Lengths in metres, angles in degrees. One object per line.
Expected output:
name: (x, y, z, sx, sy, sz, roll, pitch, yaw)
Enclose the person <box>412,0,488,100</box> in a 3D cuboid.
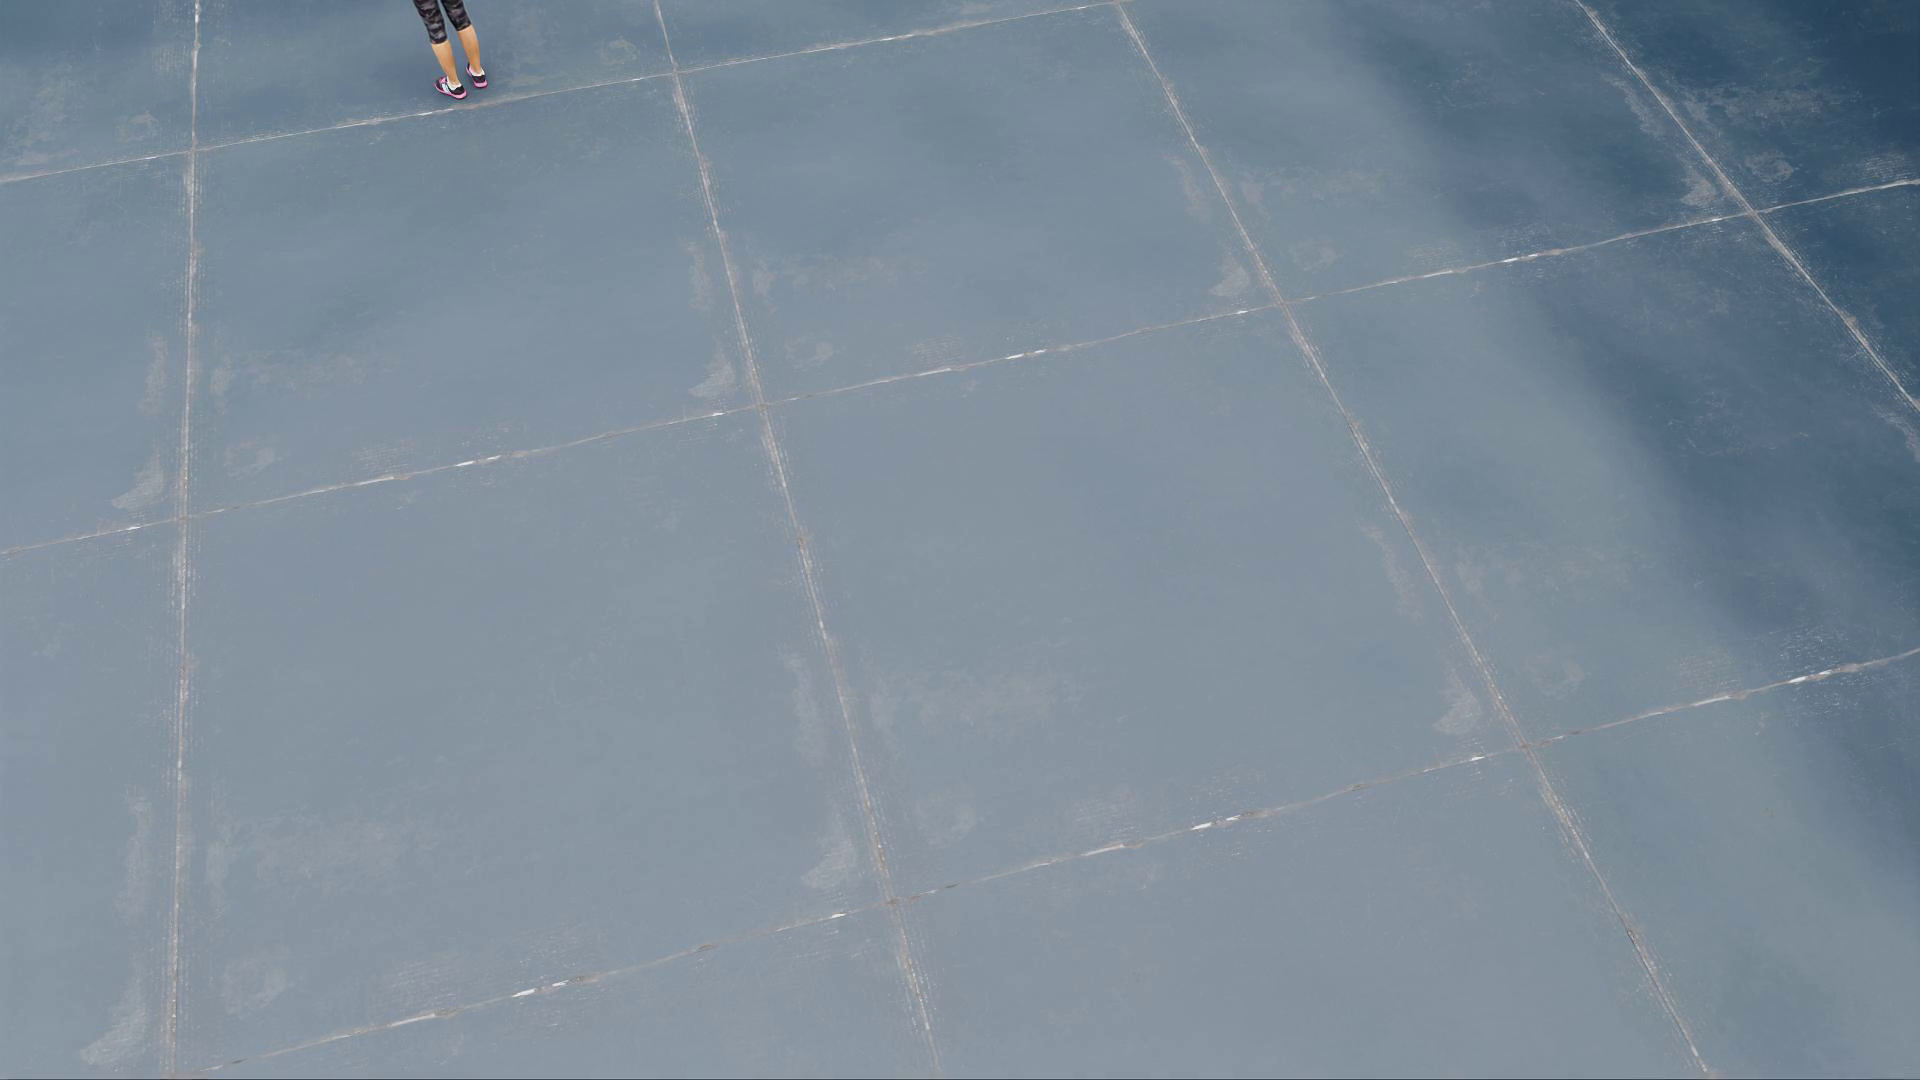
person: (-3.188, -3.440, 9.969, 0.656, 1.729, 0.666, -34, 60, -24)
